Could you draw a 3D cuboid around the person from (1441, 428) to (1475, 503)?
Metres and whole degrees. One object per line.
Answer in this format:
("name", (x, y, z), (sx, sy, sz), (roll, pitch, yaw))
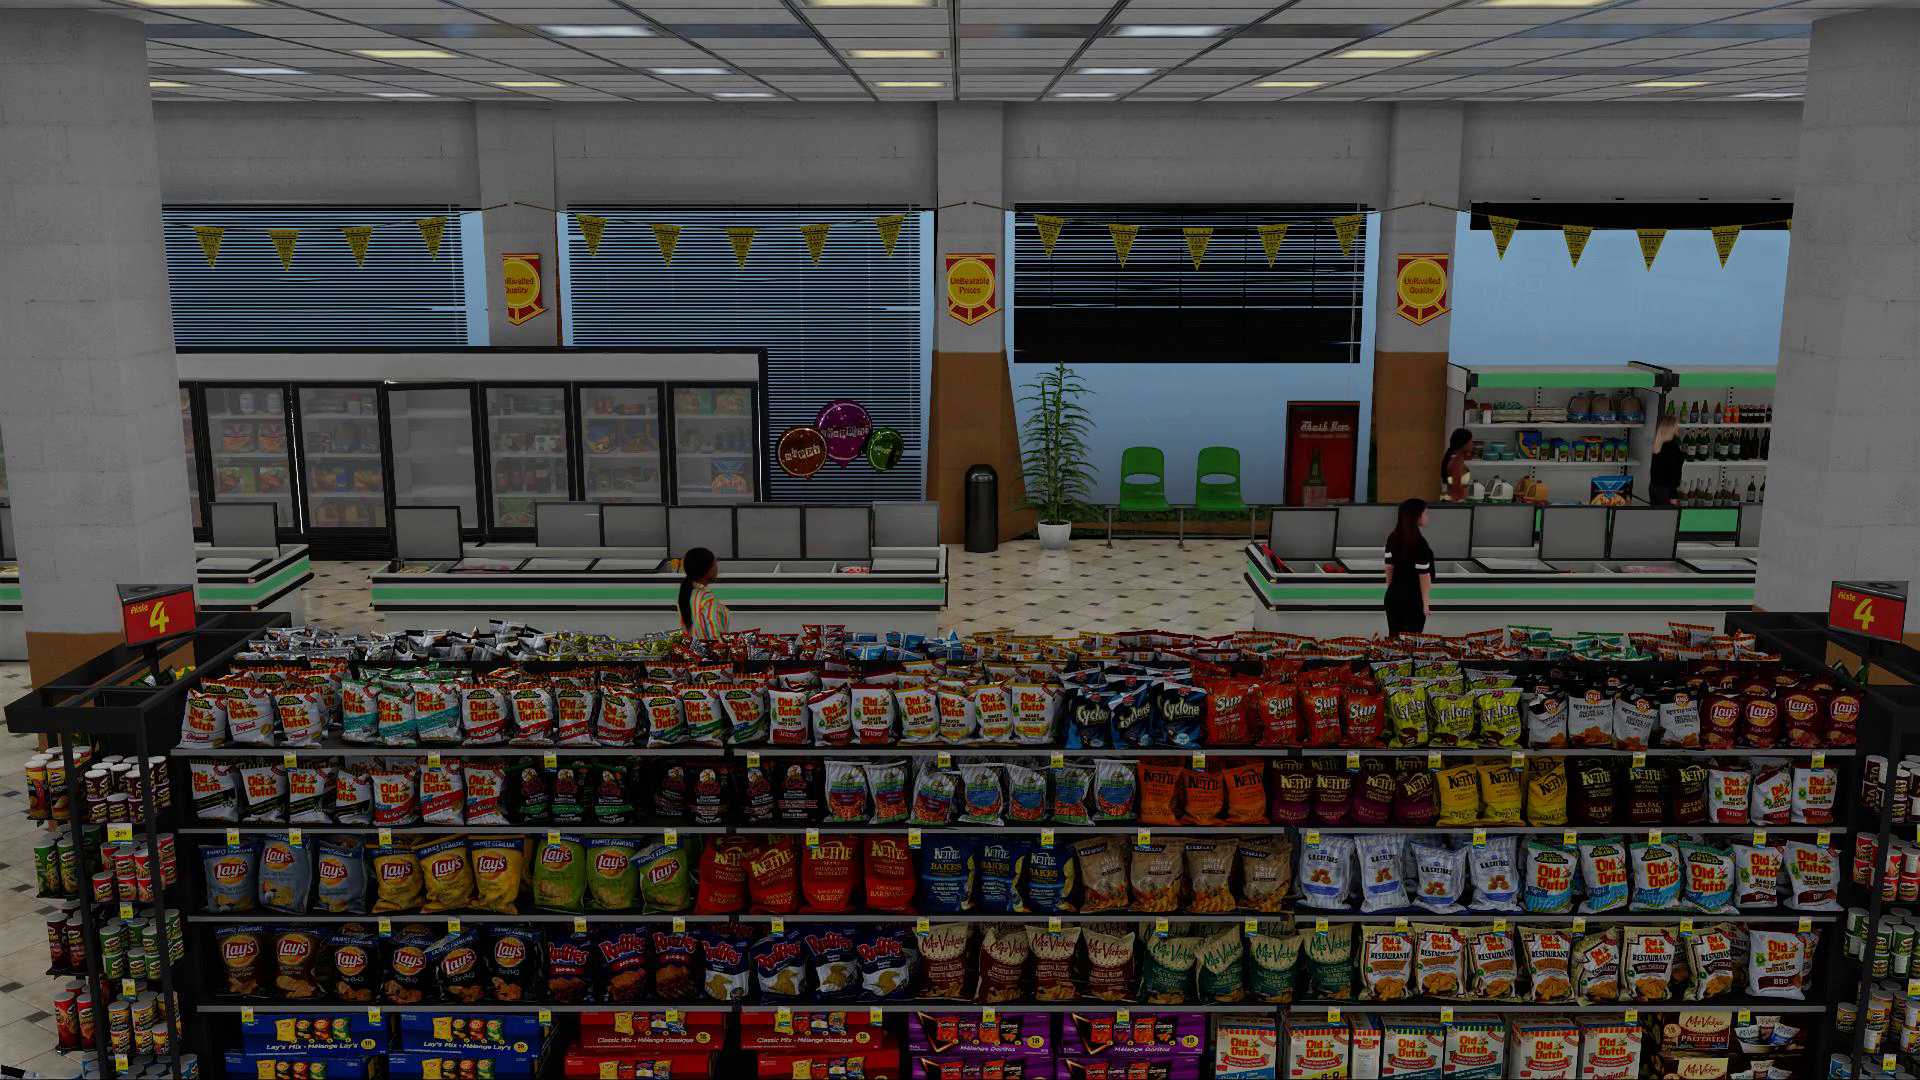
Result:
("person", (4.778, -0.232, 16.473), (0.814, 1.735, 0.605), (1, 12, 3))

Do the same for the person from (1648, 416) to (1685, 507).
("person", (7.529, -0.495, 17.839), (0.533, 1.686, 0.609), (-1, 12, -3))

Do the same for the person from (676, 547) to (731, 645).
("person", (-1.667, 0.920, 10.860), (0.730, 1.793, 0.678), (-11, 16, -41))

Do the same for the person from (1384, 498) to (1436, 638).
("person", (3.594, 0.468, 13.384), (0.733, 1.638, 0.707), (-7, 14, -29))
